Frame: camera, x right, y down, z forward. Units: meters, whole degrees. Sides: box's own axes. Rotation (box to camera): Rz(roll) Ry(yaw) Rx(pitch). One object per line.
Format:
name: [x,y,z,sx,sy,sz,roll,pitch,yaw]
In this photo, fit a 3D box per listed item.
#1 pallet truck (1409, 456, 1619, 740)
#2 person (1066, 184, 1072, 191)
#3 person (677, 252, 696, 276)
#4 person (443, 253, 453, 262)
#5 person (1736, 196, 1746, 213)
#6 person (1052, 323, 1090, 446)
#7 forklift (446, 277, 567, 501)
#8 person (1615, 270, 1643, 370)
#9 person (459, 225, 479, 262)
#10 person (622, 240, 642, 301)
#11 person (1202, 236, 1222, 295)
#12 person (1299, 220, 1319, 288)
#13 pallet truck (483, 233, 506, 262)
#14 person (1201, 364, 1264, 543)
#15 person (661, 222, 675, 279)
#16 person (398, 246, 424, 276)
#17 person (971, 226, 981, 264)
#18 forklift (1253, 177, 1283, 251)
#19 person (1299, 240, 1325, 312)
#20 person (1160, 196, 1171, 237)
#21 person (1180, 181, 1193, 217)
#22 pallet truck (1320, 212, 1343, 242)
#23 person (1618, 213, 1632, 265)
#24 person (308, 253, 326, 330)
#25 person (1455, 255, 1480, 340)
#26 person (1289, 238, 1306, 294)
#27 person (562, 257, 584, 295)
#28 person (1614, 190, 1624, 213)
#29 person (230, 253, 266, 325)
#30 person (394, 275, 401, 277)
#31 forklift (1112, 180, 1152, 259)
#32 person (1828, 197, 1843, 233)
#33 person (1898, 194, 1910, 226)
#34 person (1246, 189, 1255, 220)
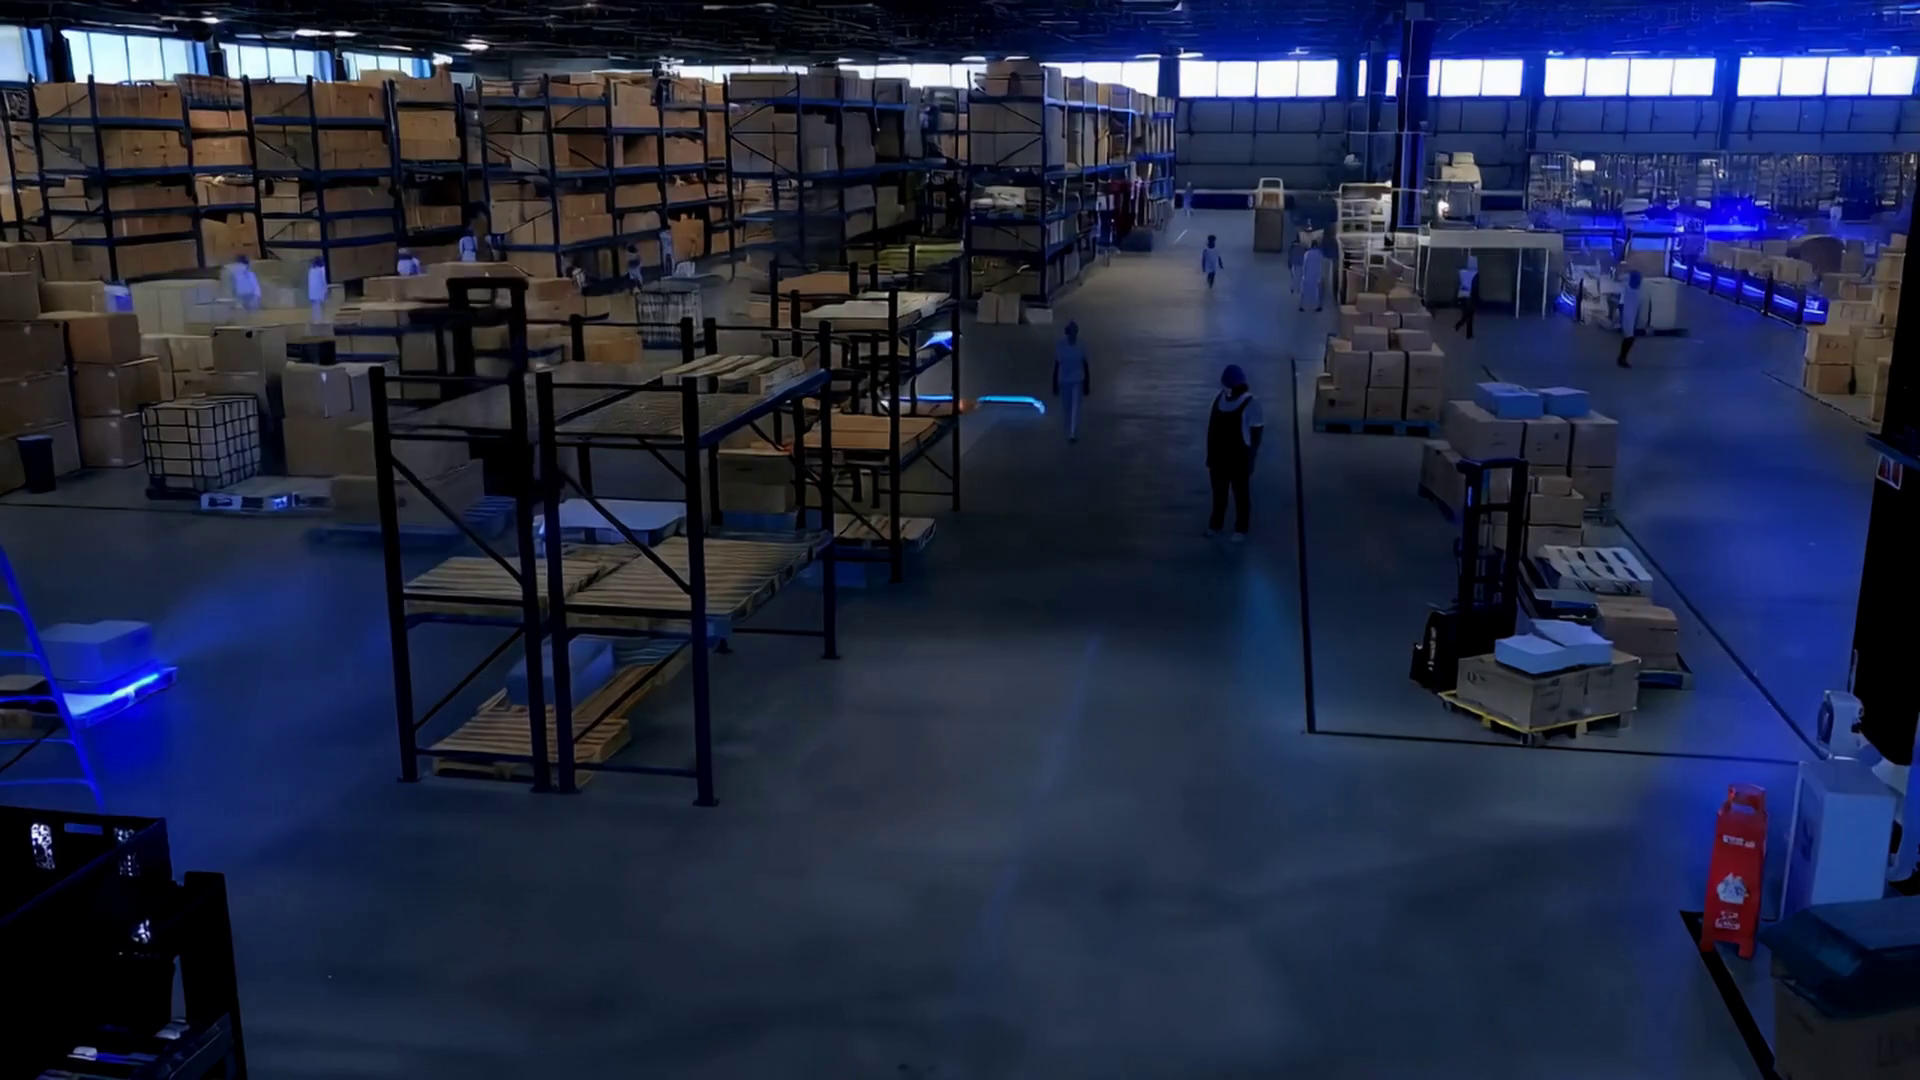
pallet truck: [4.504,0.400,13.395,0.823,1.965,1.885,-6,15,-23]
person: [5.822,-18.556,90.811,0.606,1.792,0.841,-4,15,-17]
person: [-6.866,-6.418,41.807,0.523,1.643,0.306,-8,16,-31]
person: [-11.436,-5.433,37.206,0.369,1.936,0.630,-2,14,-7]
person: [33.896,-14.017,72.236,0.565,1.850,0.390,-12,18,-41]
person: [1.651,-2.334,24.861,0.548,1.819,1.002,2,14,10]
forklift: [-5.832,-1.883,20.850,1.129,2.768,1.873,3,14,10]
person: [13.153,-4.294,32.547,0.652,1.944,0.573,-11,18,-38]
person: [-14.217,-8.149,48.230,0.552,1.937,0.356,-4,14,-16]
person: [-9.062,-7.452,45.986,0.540,1.648,0.869,4,14,17]
person: [7.234,-7.899,47.812,0.531,1.647,0.894,-4,15,-18]
person: [10.396,-8.544,49.695,0.597,1.995,0.904,3,14,14]
pallet truck: [-11.832,-7.026,43.548,1.885,1.965,0.823,8,16,28]
person: [3.059,-0.985,18.933,0.688,2.000,0.539,13,19,42]
person: [-8.750,-8.572,49.944,0.353,1.937,0.635,-10,17,-36]
person: [-13.368,-6.229,40.604,0.574,1.871,0.839,4,14,16]
person: [0.553,-10.550,58.332,0.533,1.768,0.310,12,18,40]
forklift: [12.083,-12.747,64.956,1.129,2.768,1.873,3,14,10]
person: [9.145,-6.809,42.961,0.662,1.858,0.912,-5,15,-19]
person: [9.118,-14.344,73.756,0.338,1.758,0.528,-10,17,-35]
person: [12.339,-18.489,90.190,0.631,1.936,1.020,-4,14,-16]
pallet truck: [15.874,-13.227,70.310,0.680,1.201,1.601,10,17,35]
person: [23.231,-10.506,58.056,0.403,1.818,0.601,10,17,35]
person: [-14.039,-5.267,36.417,0.400,1.989,0.623,-9,17,-33]
person: [11.405,-5.426,37.249,0.447,1.903,0.636,-6,15,-24]
person: [9.661,-7.843,47.678,0.523,1.585,0.825,5,15,20]
person: [-9.351,-6.019,40.216,0.524,1.631,0.320,-1,14,-4]
person: [35.555,-18.225,89.600,0.756,1.710,0.567,0,14,-1]
person: [-16.736,-5.842,39.147,0.623,1.794,0.945,8,16,28]
person: [-11.147,-4.401,33.302,0.907,1.812,0.633,6,15,24]
forklift: [6.082,-11.722,60.796,1.873,2.768,1.129,2,14,9]
person: [38.032,-14.021,72.366,0.807,1.791,0.605,-6,15,-24]
person: [39.616,-13.498,69.763,0.500,2.028,0.612,12,18,39]
person: [15.243,-17.552,87.028,0.541,1.624,0.356,-11,18,-38]
